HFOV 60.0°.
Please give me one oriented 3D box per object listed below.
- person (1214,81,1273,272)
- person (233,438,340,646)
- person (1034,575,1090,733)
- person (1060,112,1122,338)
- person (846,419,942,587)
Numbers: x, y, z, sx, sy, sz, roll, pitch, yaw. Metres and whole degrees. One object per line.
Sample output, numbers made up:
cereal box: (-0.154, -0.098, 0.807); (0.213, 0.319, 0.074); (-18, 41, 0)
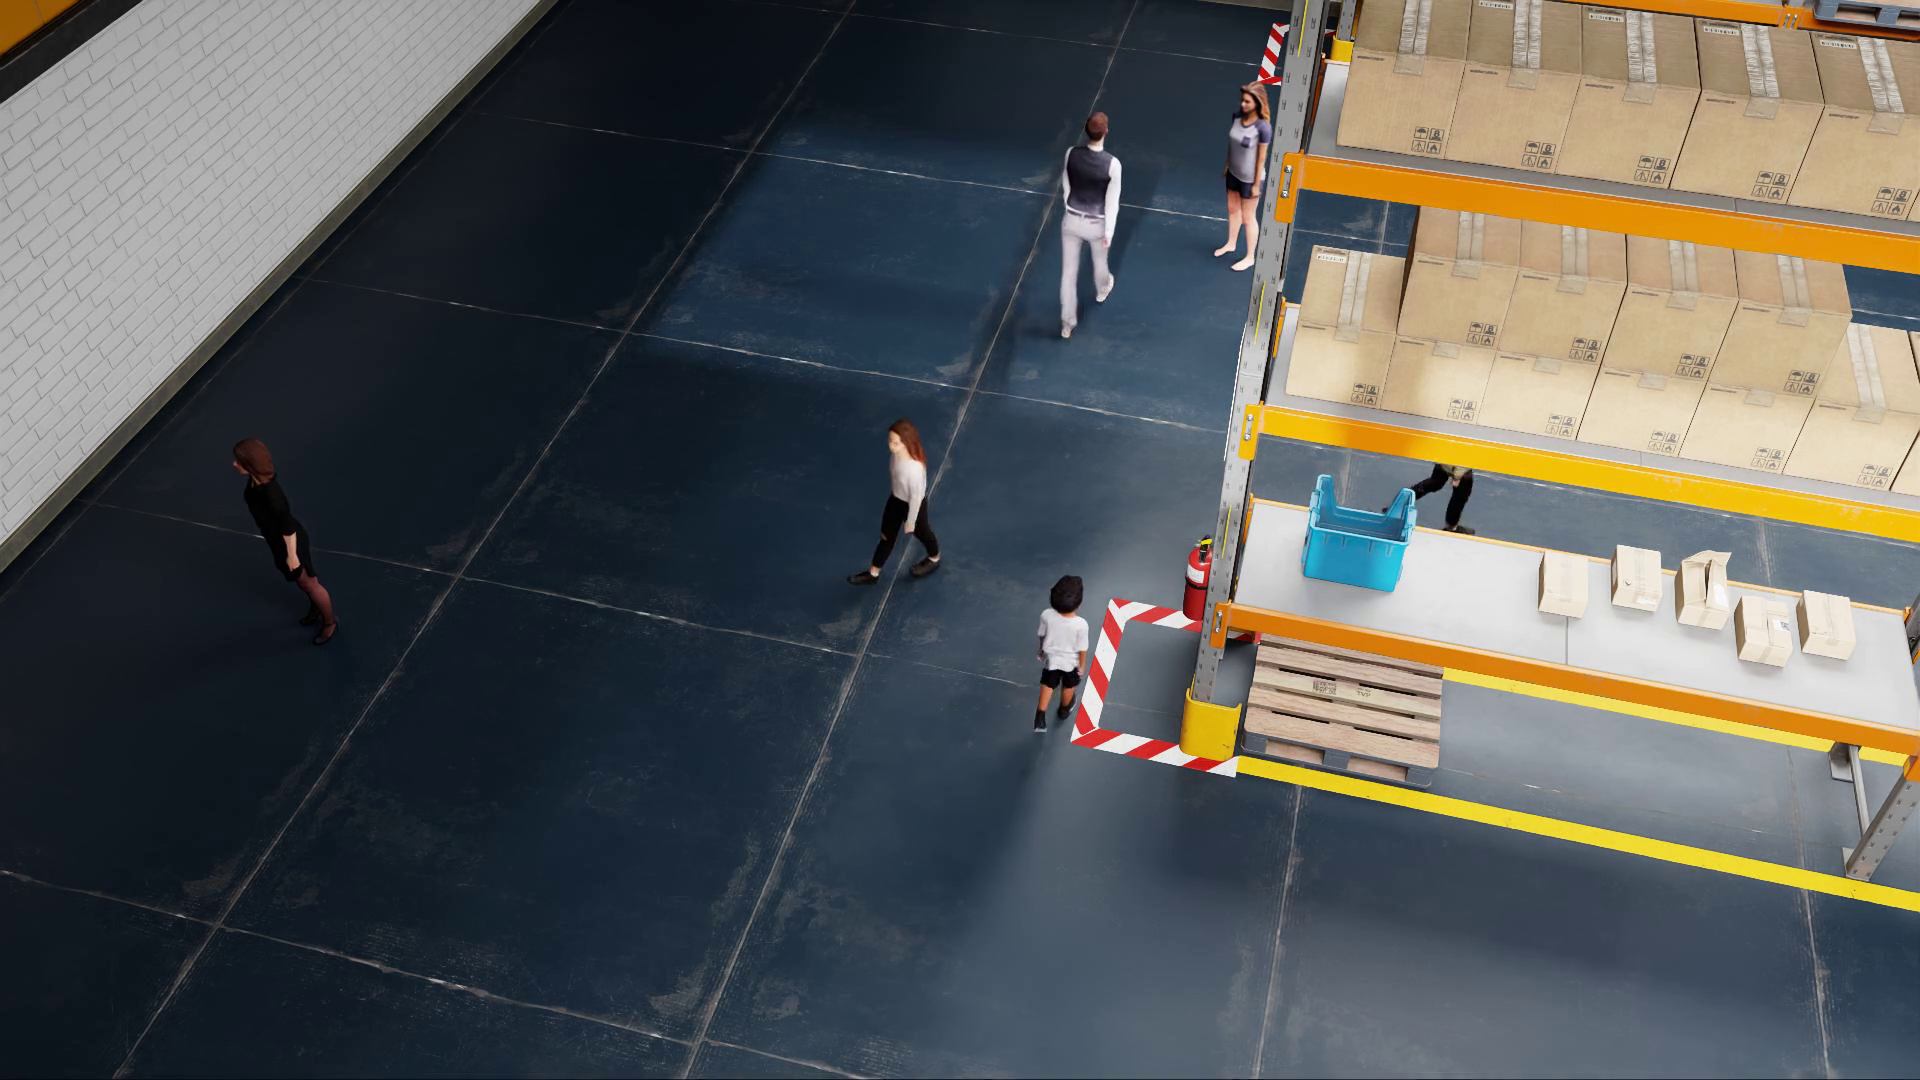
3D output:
person: (2.431, -3.096, 14.091); (0.736, 1.726, 0.670); (-23, 48, -22)
person: (-4.389, 0.006, 10.850); (0.715, 1.705, 0.633); (-26, 49, -25)
person: (0.624, 0.754, 10.395); (0.695, 1.248, 0.597); (16, 46, 16)
person: (0.979, -2.484, 13.320); (1.076, 1.903, 0.805); (14, 45, 14)
person: (-0.282, -0.273, 11.326); (0.971, 1.452, 0.932); (-23, 48, -22)
